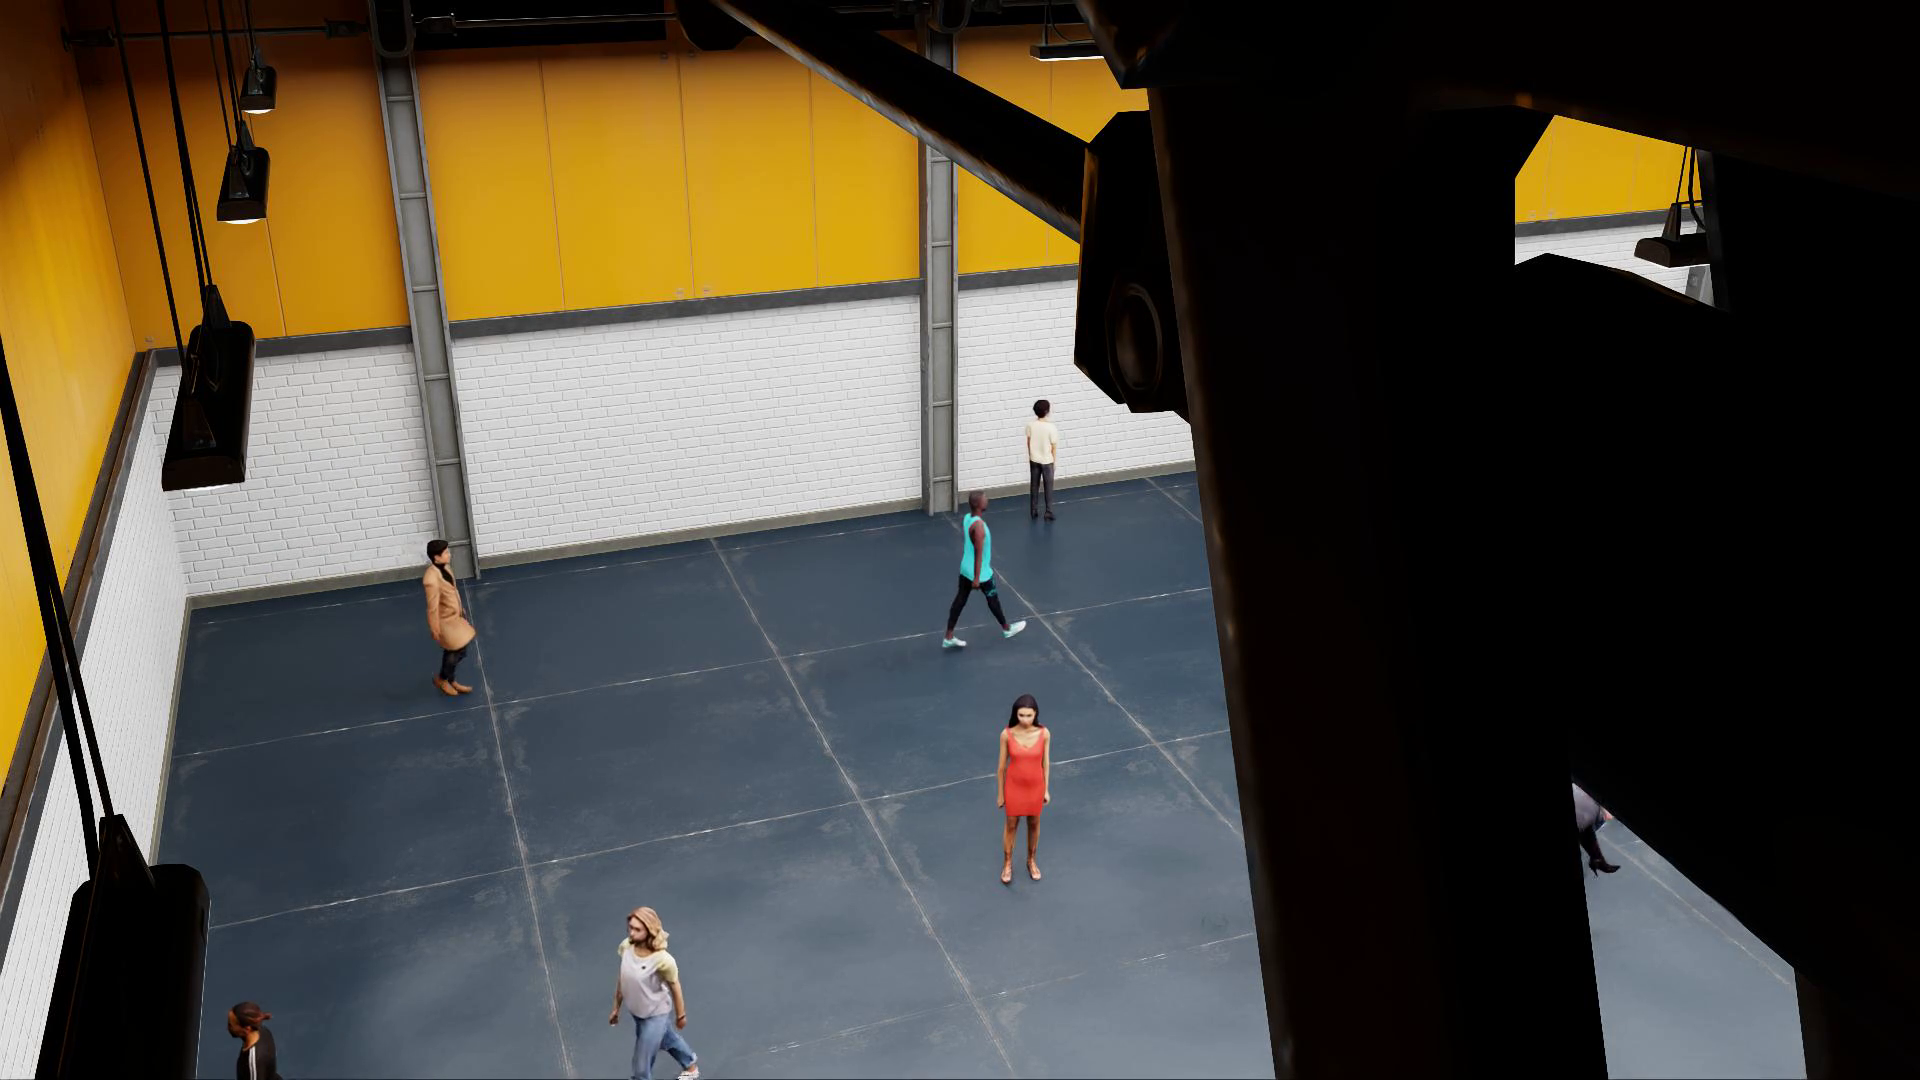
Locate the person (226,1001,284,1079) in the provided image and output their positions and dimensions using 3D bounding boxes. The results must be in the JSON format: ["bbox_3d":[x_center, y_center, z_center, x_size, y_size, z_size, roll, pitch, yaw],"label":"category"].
[{"bbox_3d":[-4.263,3.562,10.473,0.669,1.655,0.604,-9,25,-20],"label":"person"}]

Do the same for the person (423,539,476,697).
[{"bbox_3d":[-5.248,0.788,16.745,0.788,1.714,0.736,-2,24,-4],"label":"person"}]

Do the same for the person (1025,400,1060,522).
[{"bbox_3d":[1.036,-1.003,20.998,0.646,1.589,0.690,12,26,26],"label":"person"}]

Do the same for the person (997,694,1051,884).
[{"bbox_3d":[0.534,2.056,13.838,0.521,1.719,0.698,-3,24,-6],"label":"person"}]

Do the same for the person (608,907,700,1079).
[{"bbox_3d":[-2.048,3.188,11.323,1.053,1.660,1.241,17,29,33],"label":"person"}]

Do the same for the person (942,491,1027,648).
[{"bbox_3d":[0.067,0.357,17.657,1.177,1.773,0.661,-9,25,-21],"label":"person"}]
